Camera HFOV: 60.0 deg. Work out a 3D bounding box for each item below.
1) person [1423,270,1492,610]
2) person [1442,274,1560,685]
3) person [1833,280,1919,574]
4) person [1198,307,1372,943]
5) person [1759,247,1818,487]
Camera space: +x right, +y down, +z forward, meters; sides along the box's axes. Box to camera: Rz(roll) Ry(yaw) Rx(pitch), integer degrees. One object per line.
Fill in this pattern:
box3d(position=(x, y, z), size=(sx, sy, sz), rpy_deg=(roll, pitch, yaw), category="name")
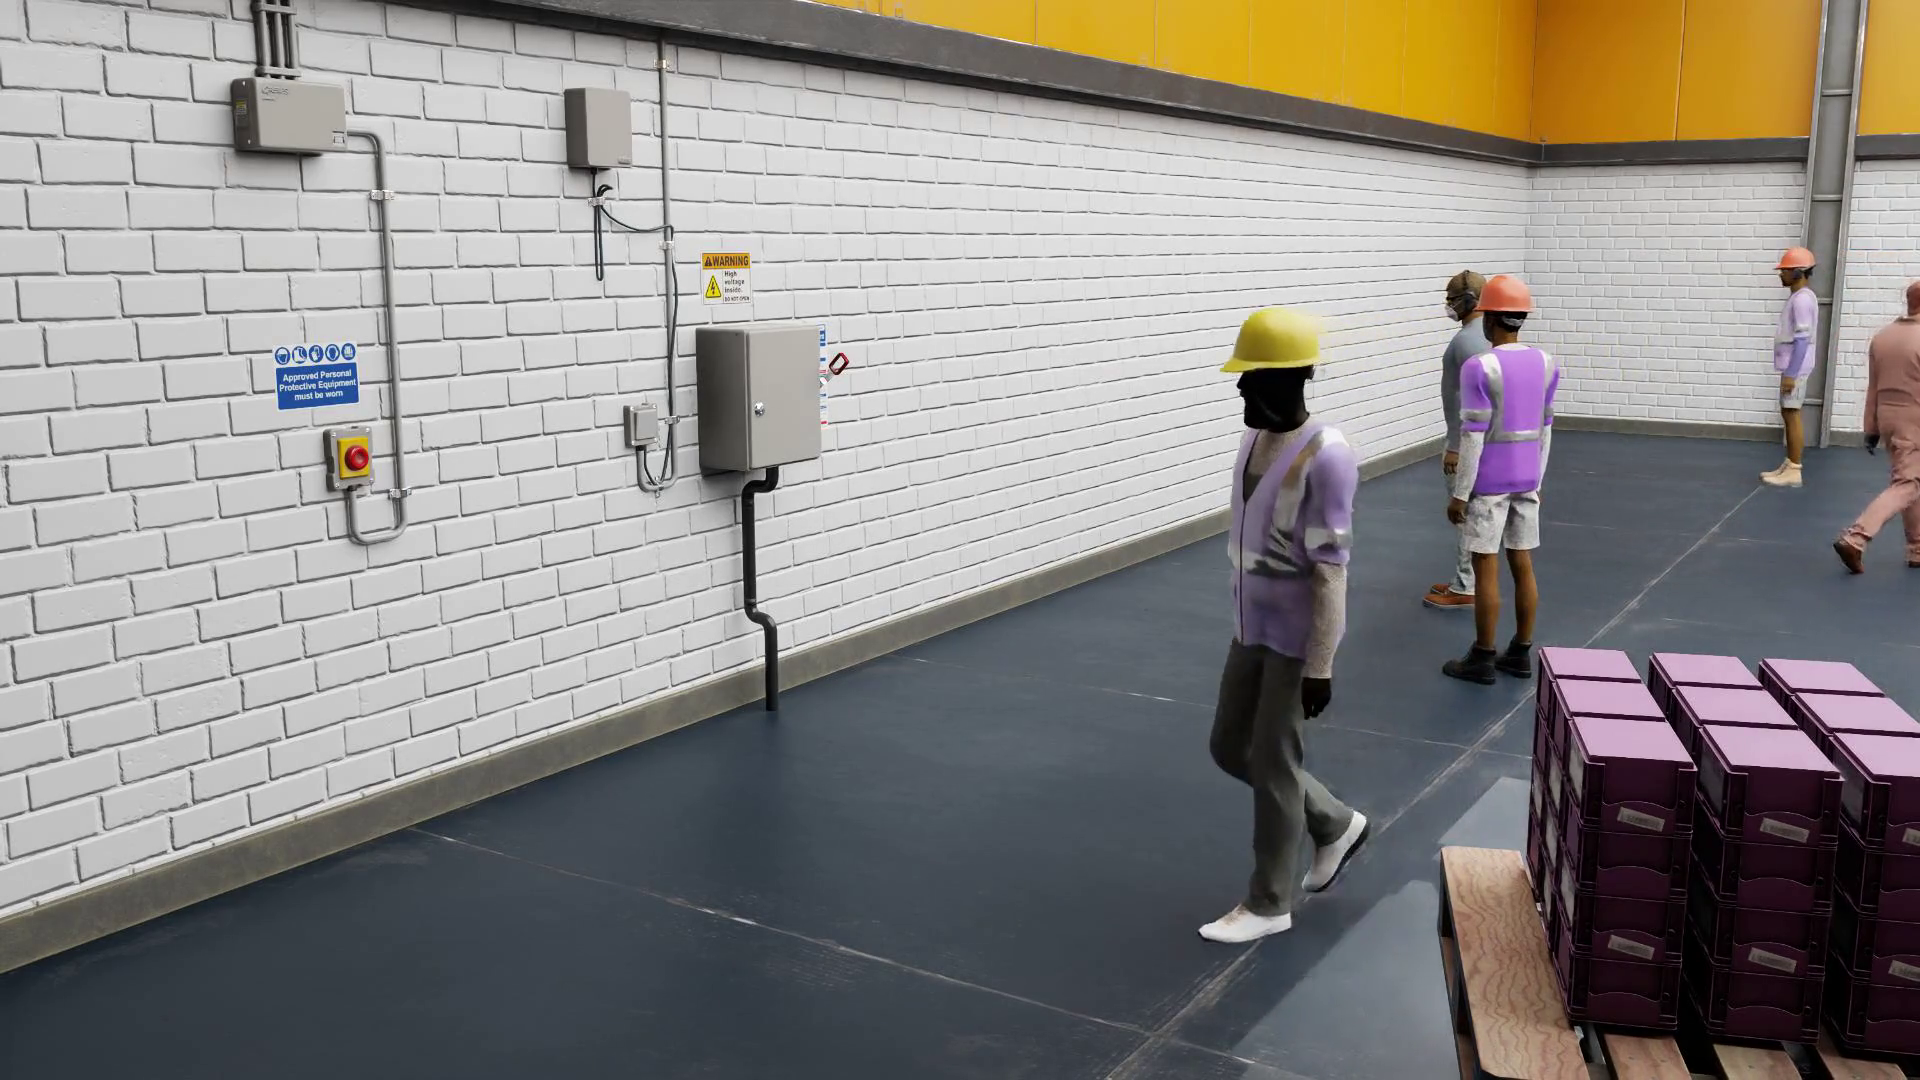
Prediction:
box3d(position=(2.889, -0.566, 9.500), size=(0.373, 1.935, 0.628), rpy_deg=(5, 11, 25), category="person")
box3d(position=(2.552, -0.281, 7.908), size=(0.544, 1.939, 0.369), rpy_deg=(-5, 11, -24), category="person")
box3d(position=(5.954, -0.710, 10.474), size=(0.918, 1.876, 0.647), rpy_deg=(-2, 10, -9), category="person")
box3d(position=(0.999, 0.262, 4.976), size=(0.541, 1.912, 0.599), rpy_deg=(-3, 11, -17), category="person")
box3d(position=(7.104, -1.478, 14.253), size=(0.390, 2.041, 0.614), rpy_deg=(5, 11, 24), category="person")
